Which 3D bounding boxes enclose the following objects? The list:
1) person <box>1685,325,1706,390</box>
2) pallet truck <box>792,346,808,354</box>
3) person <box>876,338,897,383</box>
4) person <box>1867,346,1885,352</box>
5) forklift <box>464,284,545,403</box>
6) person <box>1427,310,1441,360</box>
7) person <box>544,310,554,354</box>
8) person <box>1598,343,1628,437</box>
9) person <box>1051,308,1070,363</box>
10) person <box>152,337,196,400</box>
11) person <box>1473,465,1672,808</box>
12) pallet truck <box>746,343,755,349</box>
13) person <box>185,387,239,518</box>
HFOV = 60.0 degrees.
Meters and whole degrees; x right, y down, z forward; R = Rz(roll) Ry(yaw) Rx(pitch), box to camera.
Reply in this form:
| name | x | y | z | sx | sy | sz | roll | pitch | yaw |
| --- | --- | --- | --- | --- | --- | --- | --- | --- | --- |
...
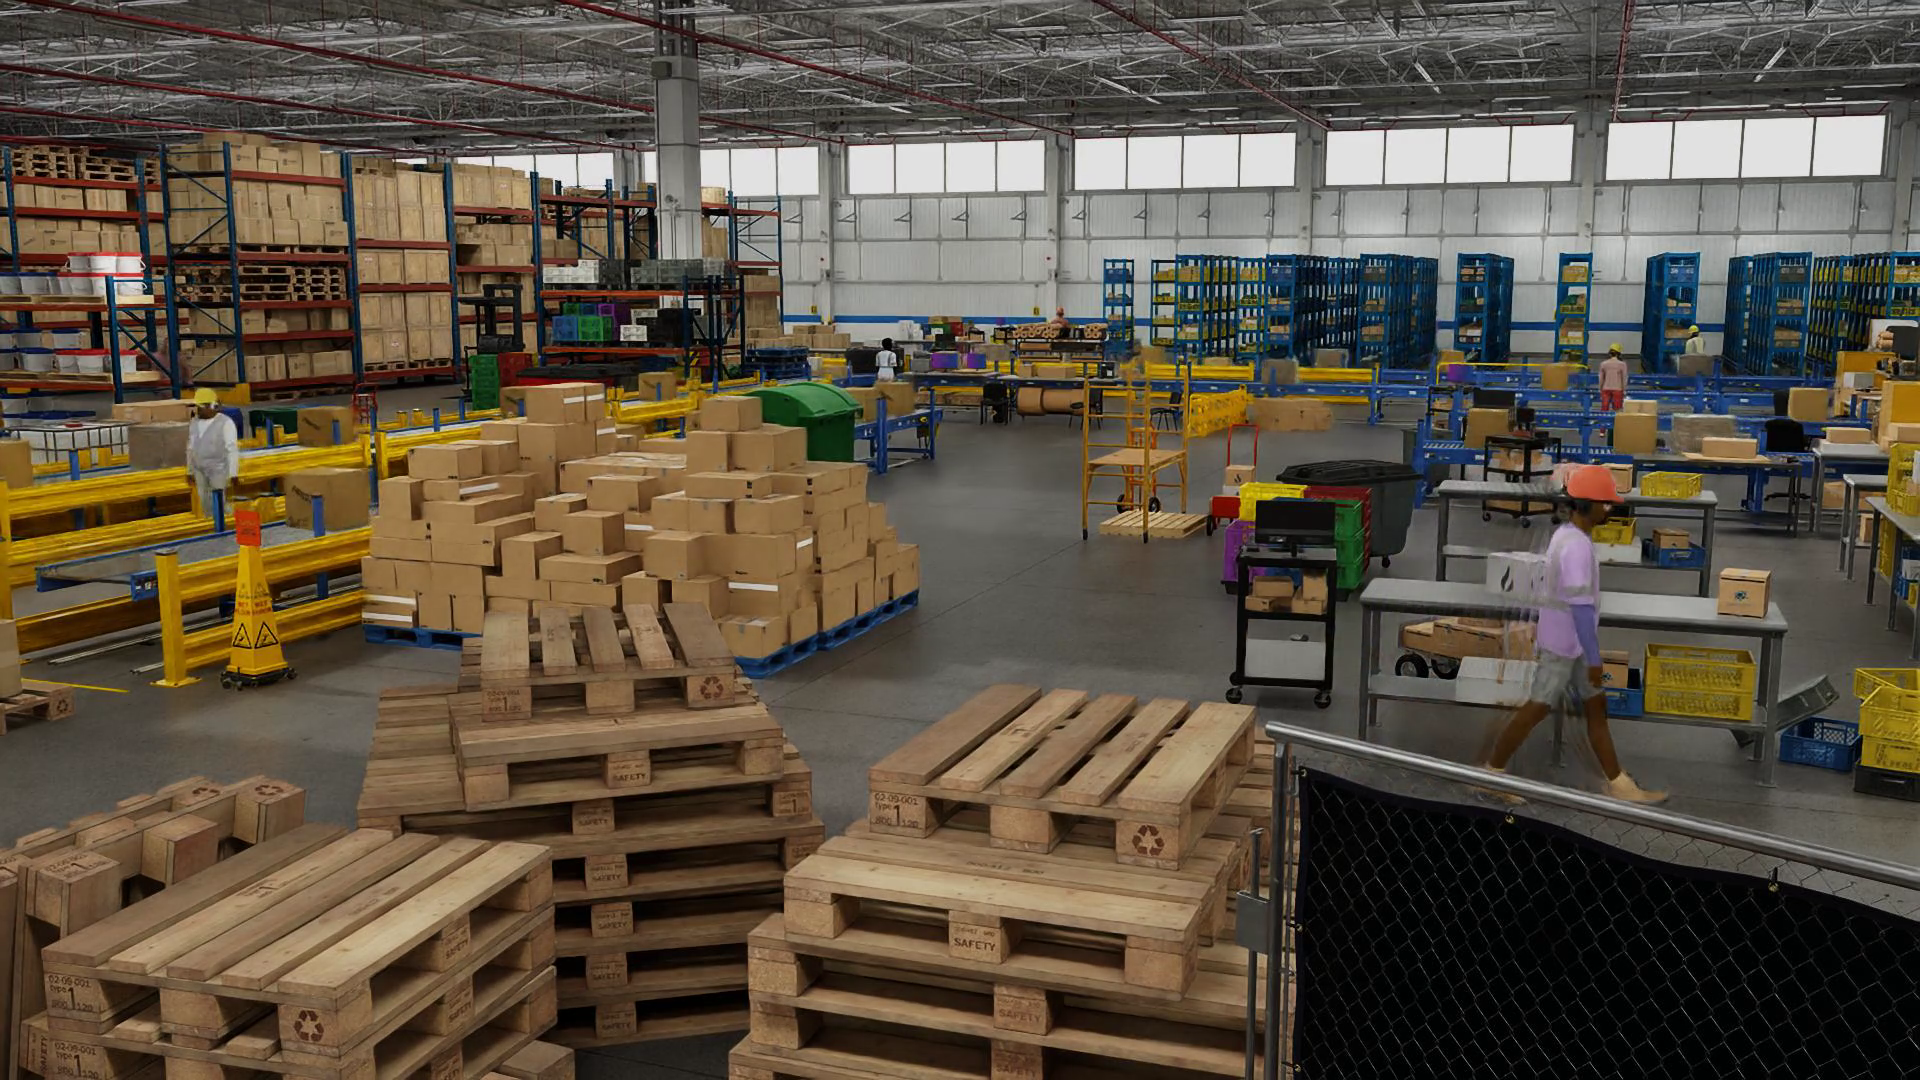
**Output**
| name | x | y | z | sx | sy | sz | roll | pitch | yaw |
| --- | --- | --- | --- | --- | --- | --- | --- | --- | --- |
| person | 17.718 | -4.271 | 40.203 | 0.591 | 1.828 | 0.404 | -5 | 10 | -30 |
| pallet truck | -3.705 | -4.298 | 42.022 | 0.653 | 1.274 | 1.630 | 3 | 10 | 20 |
| person | -1.569 | -3.492 | 35.716 | 0.530 | 1.696 | 0.322 | 6 | 11 | 34 |
| person | 21.143 | -4.034 | 38.469 | 0.399 | 1.909 | 0.642 | 5 | 10 | 27 |
| forklift | -10.832 | -4.702 | 39.610 | 1.129 | 2.768 | 1.873 | 3 | 10 | 20 |
| person | 16.877 | -7.350 | 59.607 | 0.858 | 1.809 | 0.564 | 6 | 11 | 32 |
| person | -14.411 | -7.131 | 58.228 | 0.432 | 1.816 | 0.668 | 8 | 12 | 40 |
| person | 12.191 | -2.782 | 31.043 | 0.544 | 1.762 | 0.324 | 6 | 11 | 35 |
| person | 3.231 | -6.456 | 53.390 | 0.612 | 1.997 | 0.375 | 2 | 9 | 11 |
| person | -15.248 | -3.012 | 32.234 | 0.990 | 1.852 | 0.647 | 6 | 11 | 32 |
| person | 3.450 | 0.565 | 9.366 | 1.069 | 1.984 | 0.630 | 3 | 10 | 20 |
| pallet truck | -6.183 | -4.618 | 44.264 | 1.601 | 1.201 | 0.680 | -9 | 12 | -43 |
| person | -8.226 | -0.781 | 18.327 | 0.598 | 1.814 | 0.446 | 3 | 10 | 20 |
